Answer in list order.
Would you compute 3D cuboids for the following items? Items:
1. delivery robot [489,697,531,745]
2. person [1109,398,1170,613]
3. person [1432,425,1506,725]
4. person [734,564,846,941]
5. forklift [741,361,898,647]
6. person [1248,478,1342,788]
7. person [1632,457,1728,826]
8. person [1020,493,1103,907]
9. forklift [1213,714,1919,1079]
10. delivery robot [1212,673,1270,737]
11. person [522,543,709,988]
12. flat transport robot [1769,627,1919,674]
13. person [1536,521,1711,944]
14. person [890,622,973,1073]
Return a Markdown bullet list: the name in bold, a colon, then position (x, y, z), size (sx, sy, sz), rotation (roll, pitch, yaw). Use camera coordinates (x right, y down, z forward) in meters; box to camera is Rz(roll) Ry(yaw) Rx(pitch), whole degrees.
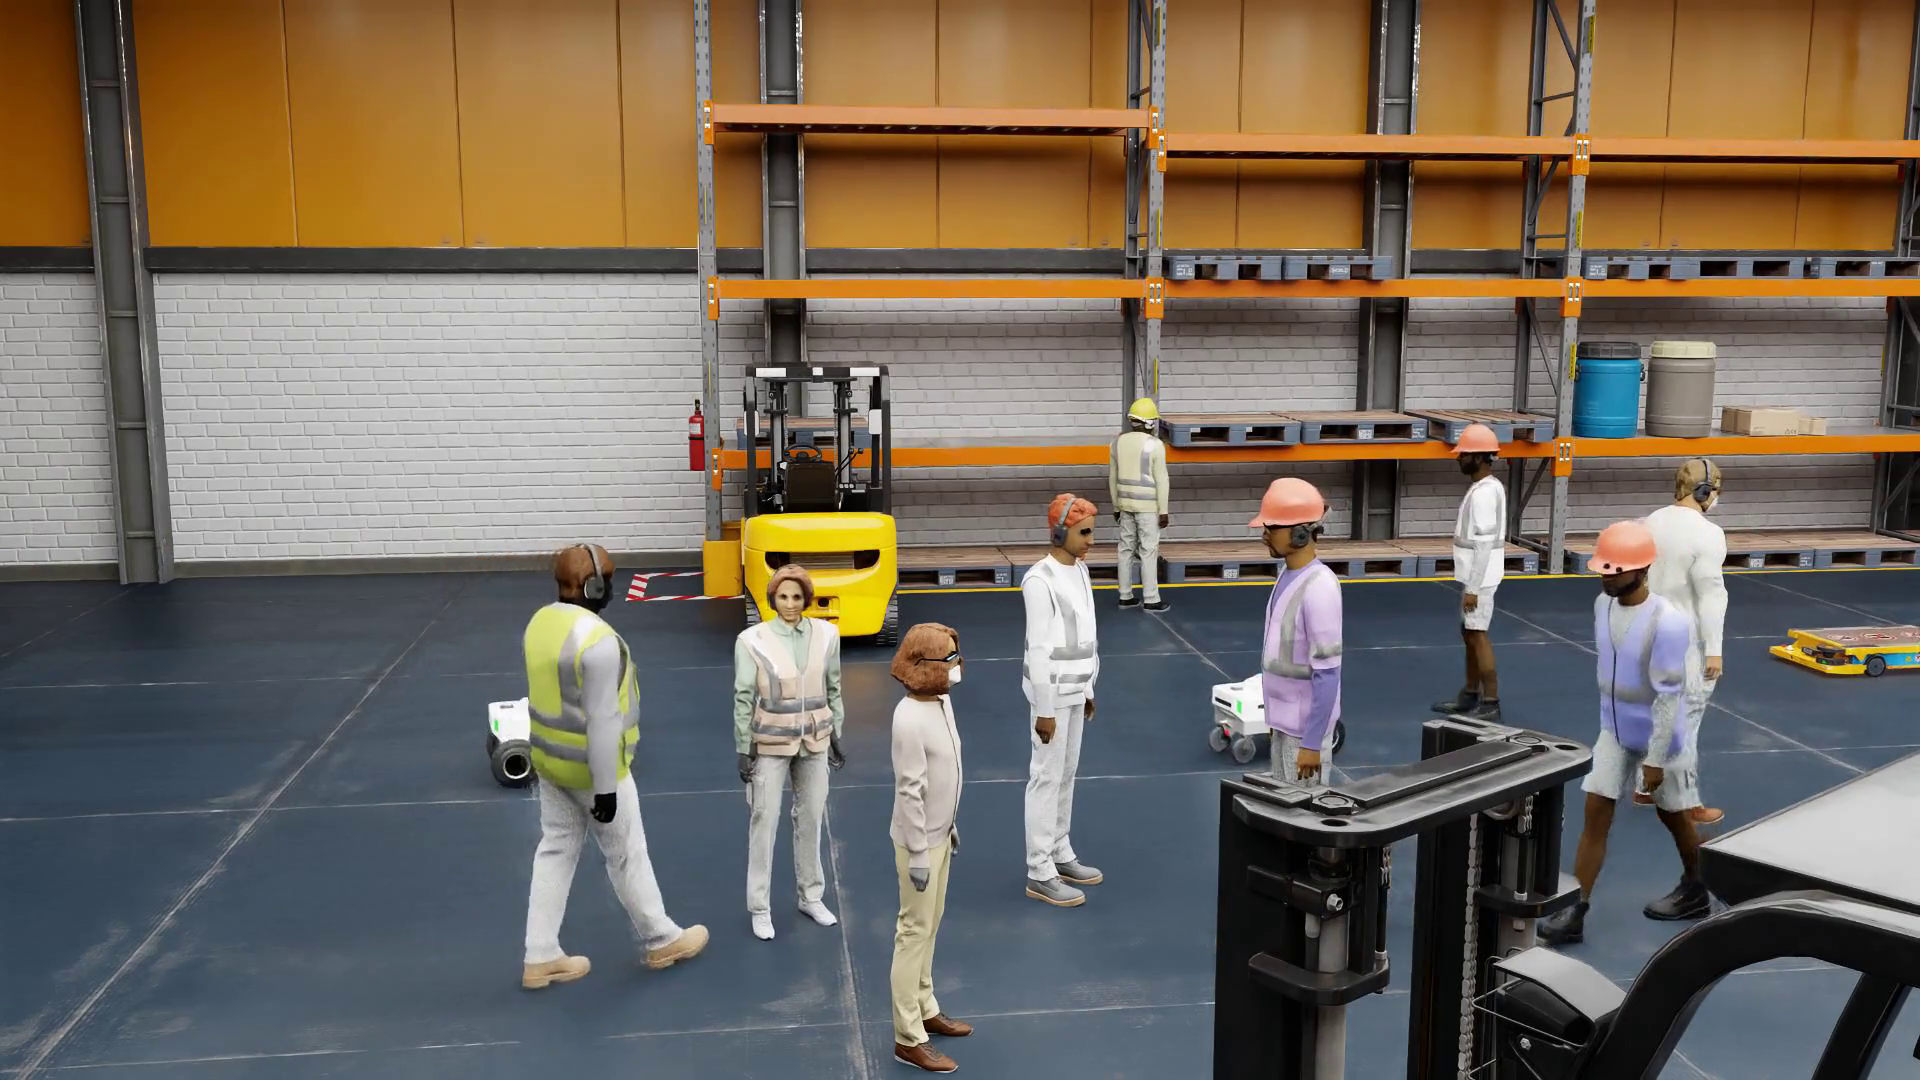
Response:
- **delivery robot**: position (-2.337, 1.038, 9.572), size (0.707, 0.478, 0.477), rotation (-3, 10, -19)
- **person**: position (1.552, -0.296, 14.210), size (0.404, 1.835, 0.587), rotation (-9, 13, -44)
- **person**: position (3.292, 0.234, 10.644), size (0.484, 1.930, 0.560), rotation (3, 10, 19)
- **person**: position (-0.742, 0.919, 7.278), size (0.525, 1.644, 0.308), rotation (-5, 11, -30)
- **forklift**: position (-1.154, -0.340, 13.365), size (1.214, 2.155, 2.313), rotation (-1, 9, -7)
- **person**: position (1.399, 0.750, 7.043), size (0.395, 2.038, 0.615), rotation (0, 9, -2)
- **person**: position (3.806, 0.526, 8.773), size (0.373, 1.935, 0.628), rotation (-2, 9, -13)
- **person**: position (0.476, 0.724, 7.694), size (0.356, 1.884, 0.572), rotation (4, 10, 23)
- **forklift**: position (1.441, 1.425, 2.350), size (1.214, 2.155, 2.313), rotation (-7, 12, -39)
- **delivery robot**: position (1.874, 0.971, 9.967), size (0.707, 0.478, 0.477), rotation (-5, 10, -22)
- **person**: position (-1.469, 0.904, 6.798), size (0.791, 1.807, 0.652), rotation (-8, 12, -42)
- **flat transport robot**: position (6.820, 0.798, 12.246), size (1.431, 0.197, 0.652), rotation (-1, 9, -9)
- **person**: position (2.941, 0.826, 7.190), size (1.023, 1.865, 0.540), rotation (-4, 10, -24)
- **person**: position (-0.112, 1.104, 6.100), size (0.285, 1.633, 0.500), rotation (2, 9, 12)
